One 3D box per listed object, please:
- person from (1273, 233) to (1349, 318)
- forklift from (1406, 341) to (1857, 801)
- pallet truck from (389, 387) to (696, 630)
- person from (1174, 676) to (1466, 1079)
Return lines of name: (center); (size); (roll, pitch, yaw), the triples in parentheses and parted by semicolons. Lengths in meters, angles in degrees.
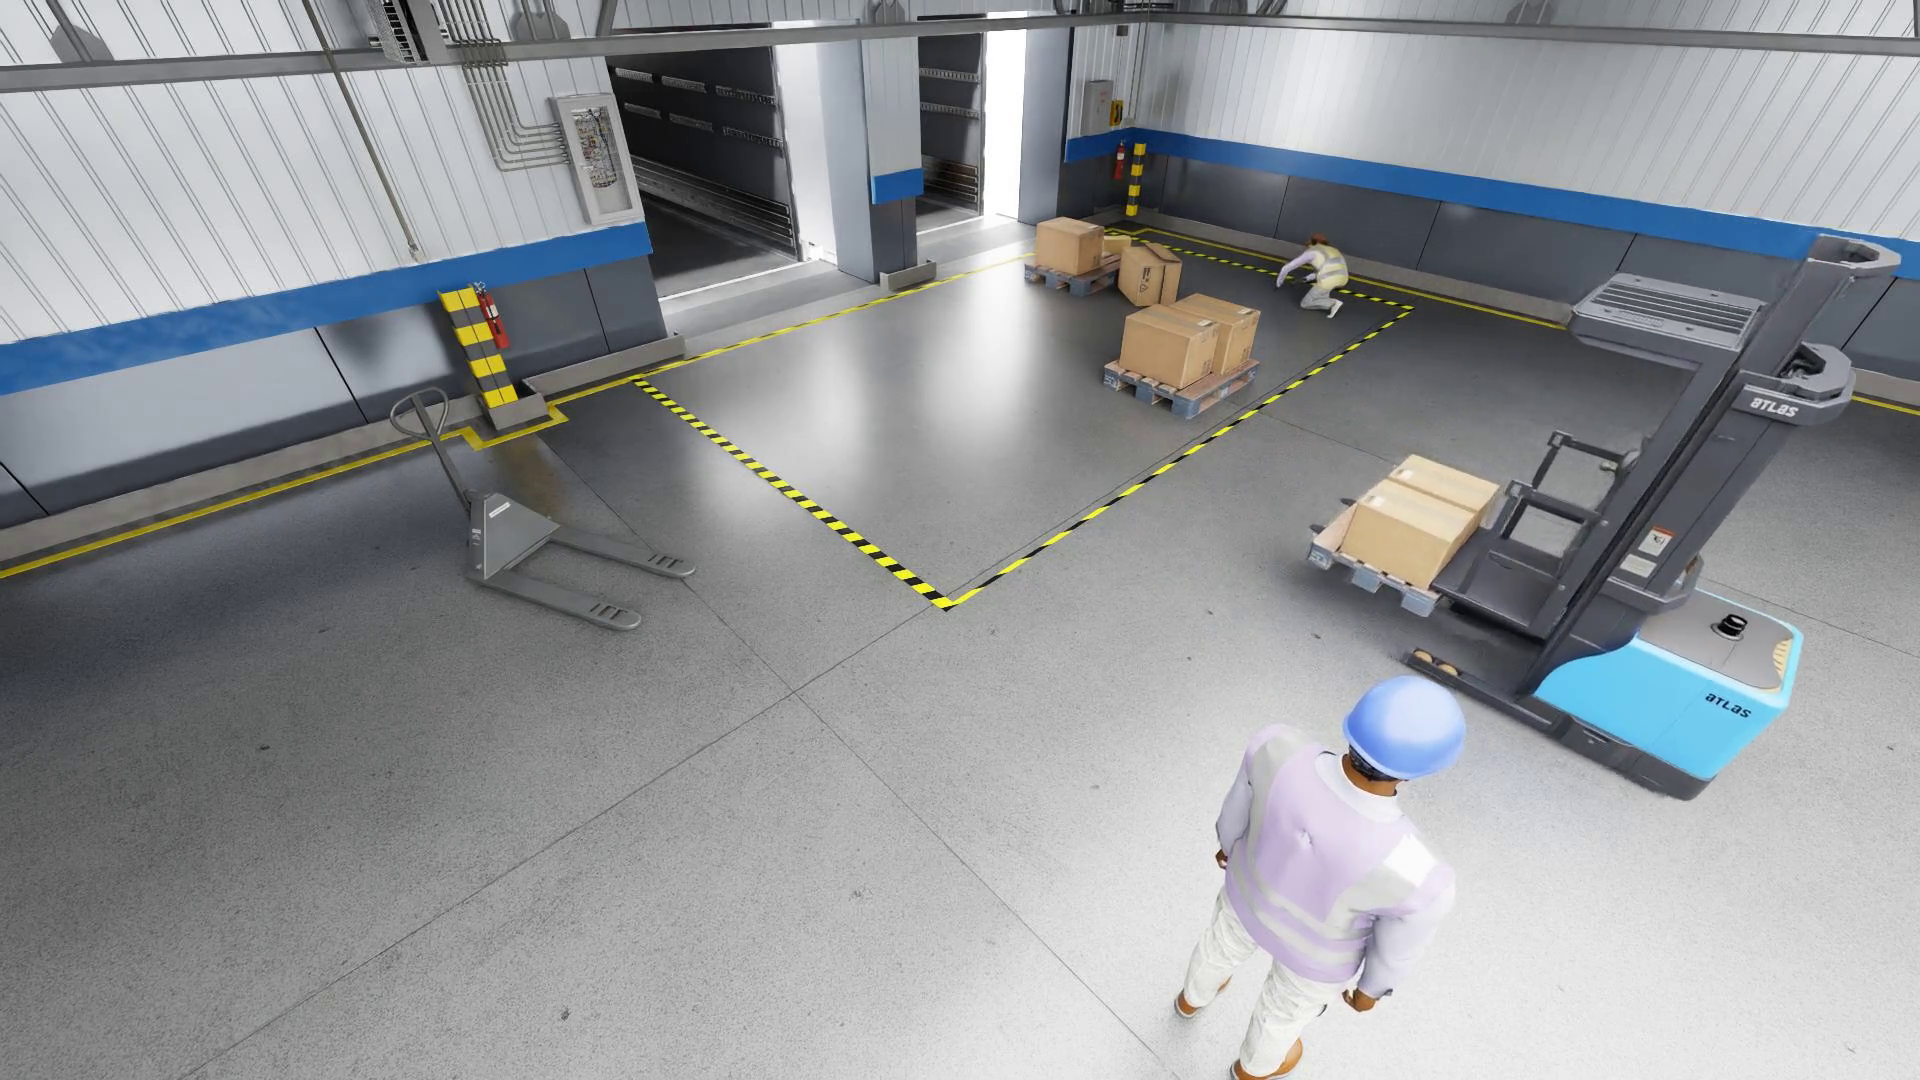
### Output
person: (4.281, -3.130, 8.731); (0.657, 0.799, 0.925); (-11, 39, -14)
forklift: (3.469, 0.172, 3.394); (0.716, 2.013, 0.776); (-30, 47, -33)
pallet truck: (-2.613, -0.247, 4.593); (1.601, 1.201, 0.680); (14, 40, 17)
person: (1.033, 1.120, 2.244); (0.386, 1.947, 0.612); (-21, 42, -25)
